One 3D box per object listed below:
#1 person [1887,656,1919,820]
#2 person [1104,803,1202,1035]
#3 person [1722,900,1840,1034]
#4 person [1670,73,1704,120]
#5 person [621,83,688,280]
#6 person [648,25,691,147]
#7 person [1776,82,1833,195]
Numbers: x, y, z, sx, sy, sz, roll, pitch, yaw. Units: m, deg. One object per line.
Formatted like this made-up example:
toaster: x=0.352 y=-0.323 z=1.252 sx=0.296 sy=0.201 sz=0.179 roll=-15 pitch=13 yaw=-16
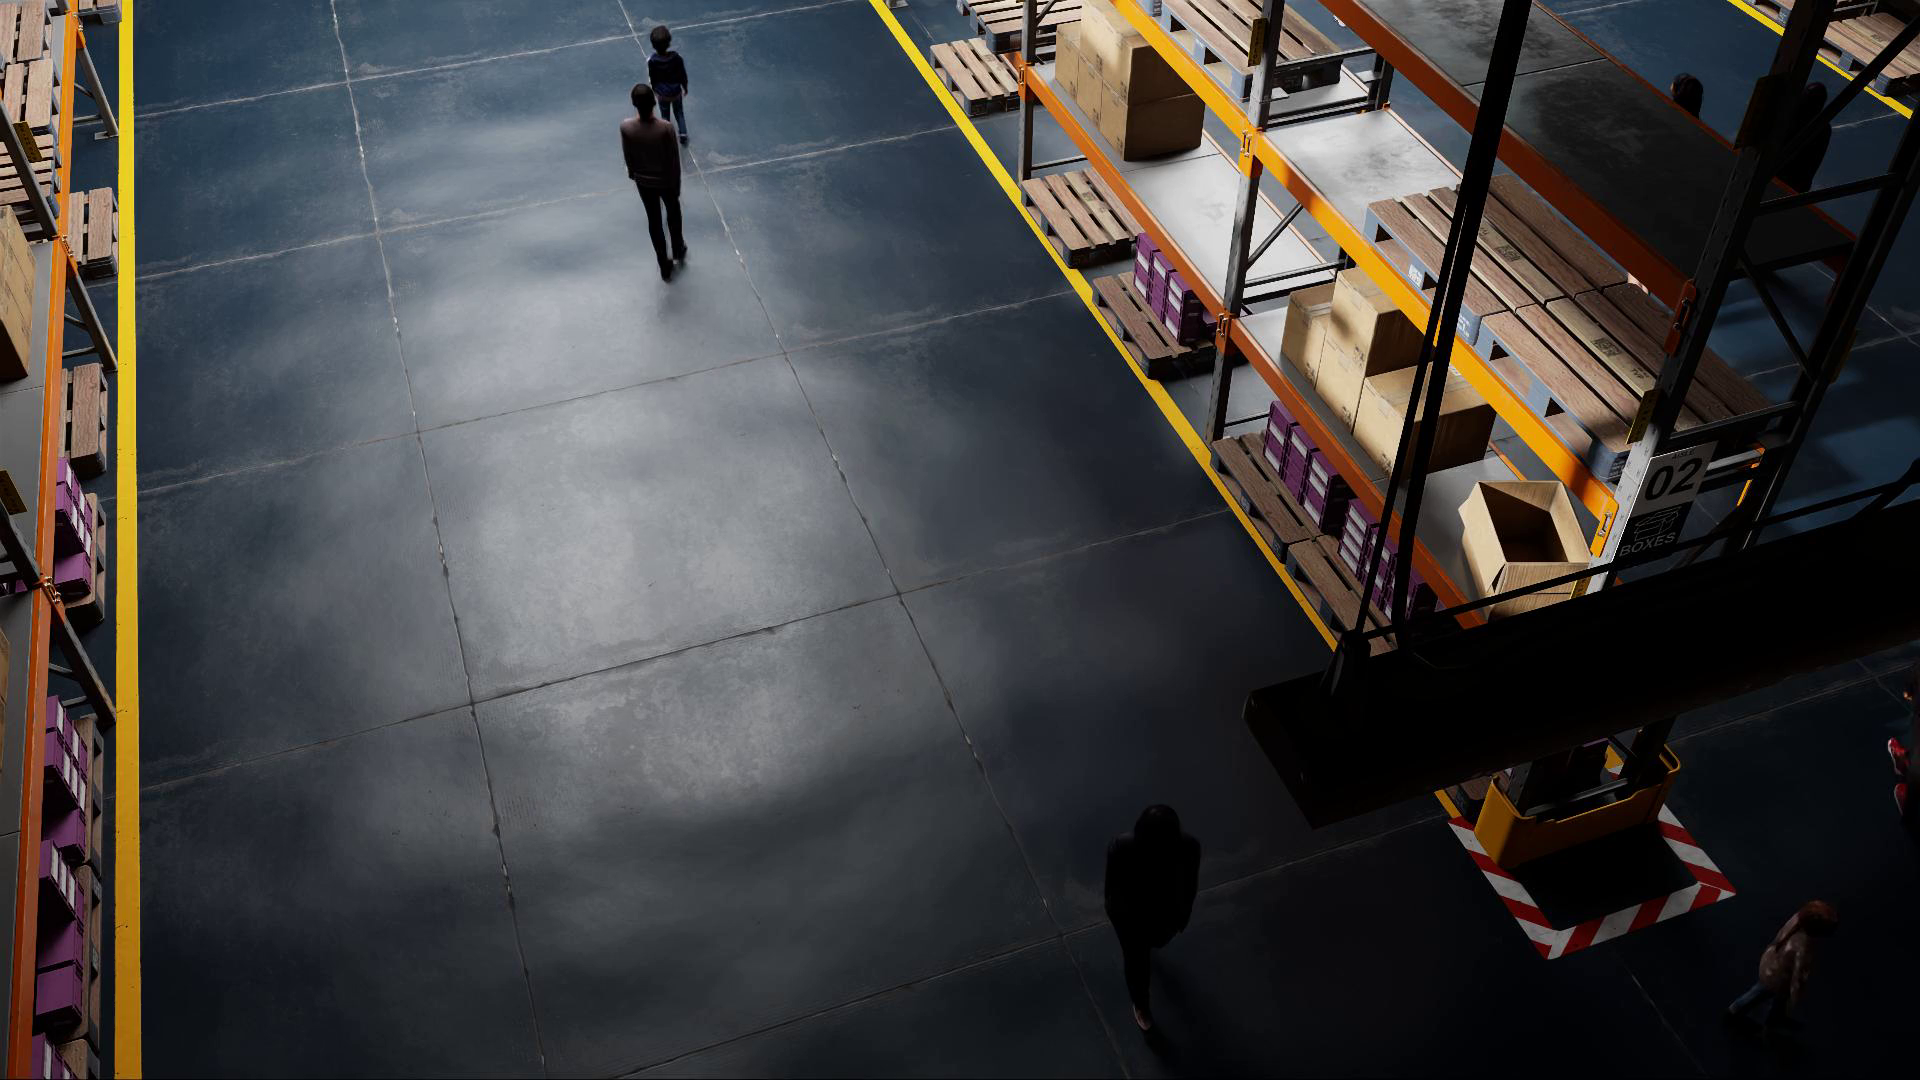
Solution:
person: x=5.915 y=1.035 z=9.952 sx=0.838 sy=1.632 sz=0.954 roll=13 pitch=45 yaw=13
person: x=1.016 y=1.940 z=9.048 sx=0.779 sy=1.569 sz=1.038 roll=-7 pitch=44 yaw=-7
person: x=4.379 y=2.293 z=8.958 sx=0.746 sy=1.182 sz=0.689 roll=17 pitch=46 yaw=17
person: x=6.144 y=-3.290 z=14.508 sx=0.646 sy=1.610 sz=0.728 roll=-17 pitch=46 yaw=-17
person: x=-2.602 y=-2.996 z=14.097 sx=0.848 sy=1.751 sz=0.776 roll=-13 pitch=45 yaw=-13
person: x=-2.788 y=-4.326 z=15.878 sx=0.545 sy=1.222 sz=0.533 roll=-7 pitch=44 yaw=-8
person: x=7.010 y=-3.091 z=14.192 sx=0.743 sy=1.758 sz=0.823 roll=22 pitch=48 yaw=22
